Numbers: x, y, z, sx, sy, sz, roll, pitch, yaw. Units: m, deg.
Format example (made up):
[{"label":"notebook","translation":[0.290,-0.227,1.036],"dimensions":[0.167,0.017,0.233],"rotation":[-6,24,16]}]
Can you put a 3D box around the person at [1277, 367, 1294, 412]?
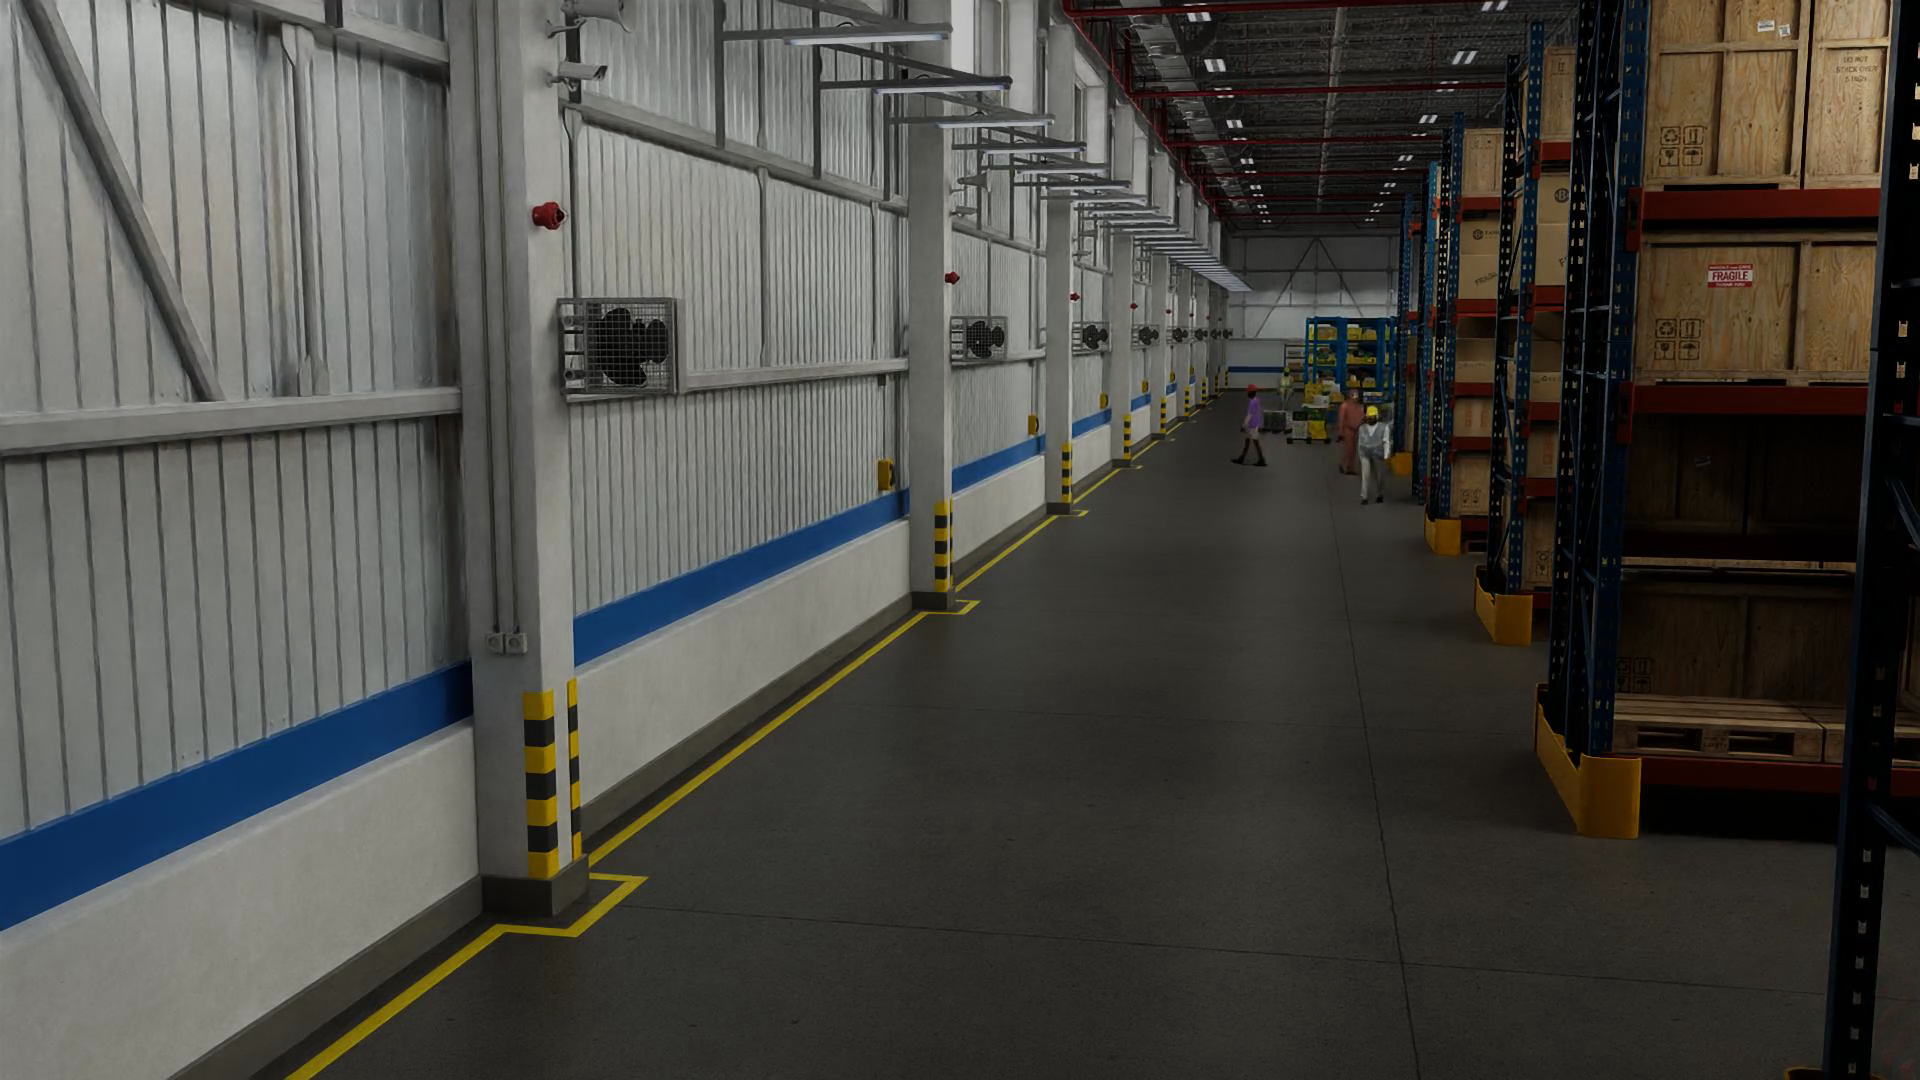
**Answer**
[{"label":"person","translation":[12.118,-5.514,61.754],"dimensions":[0.612,1.804,0.771],"rotation":[0,7,2]}]

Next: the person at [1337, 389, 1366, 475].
[{"label":"person","translation":[8.513,-2.333,36.015],"dimensions":[0.644,1.886,0.427],"rotation":[-4,8,-32]}]

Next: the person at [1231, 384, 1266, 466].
[{"label":"person","translation":[6.716,-2.654,38.522],"dimensions":[0.854,1.897,0.550],"rotation":[2,7,18]}]

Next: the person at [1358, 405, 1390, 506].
[{"label":"person","translation":[7.452,-1.525,29.911],"dimensions":[0.593,1.805,0.855],"rotation":[3,8,26]}]

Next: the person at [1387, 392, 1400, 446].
[{"label":"person","translation":[10.546,-2.744,39.947],"dimensions":[0.505,1.723,0.551],"rotation":[7,10,42]}]
